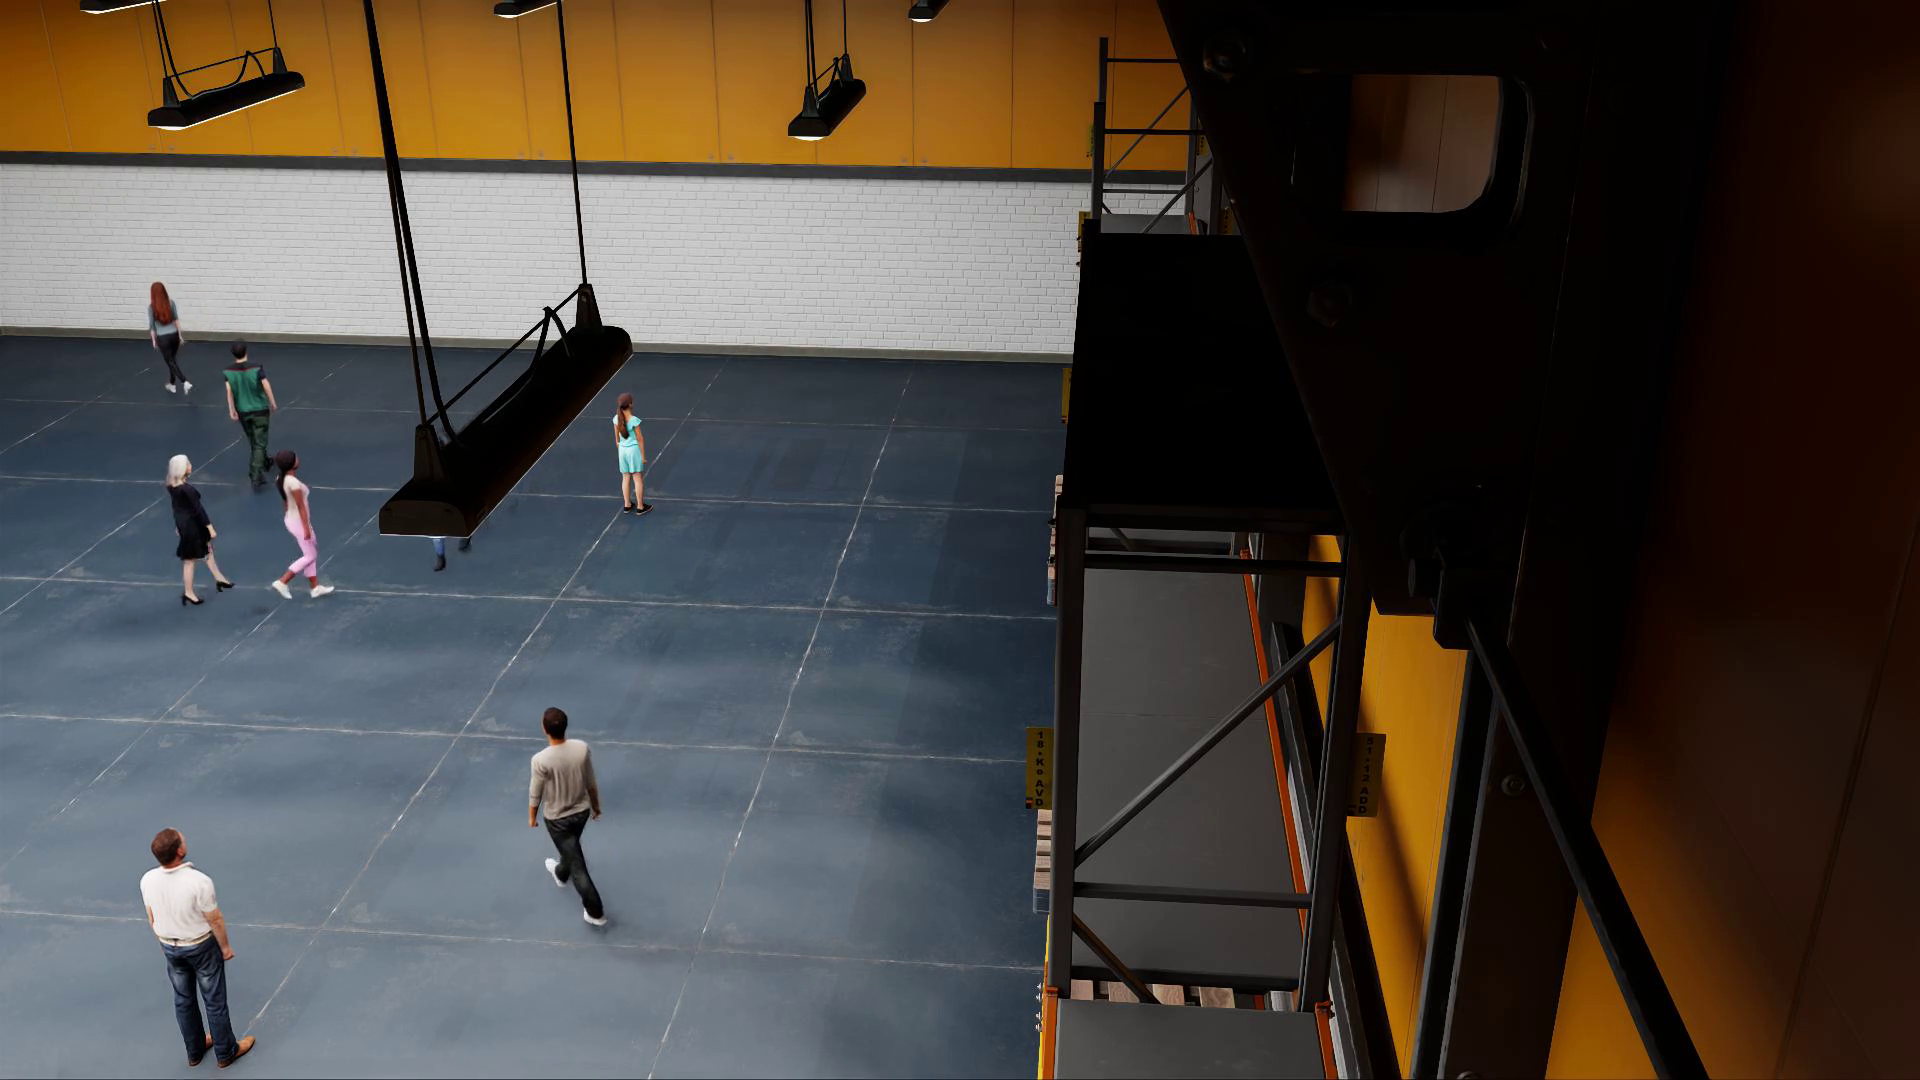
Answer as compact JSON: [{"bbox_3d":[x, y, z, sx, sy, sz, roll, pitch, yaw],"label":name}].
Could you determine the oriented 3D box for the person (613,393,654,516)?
[{"bbox_3d":[-4.066,-1.079,20.527,0.606,1.558,0.613,9,25,19],"label":"person"}]

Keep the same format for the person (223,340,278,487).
[{"bbox_3d":[-9.090,-1.598,21.338,0.727,1.860,1.240,0,24,0],"label":"person"}]

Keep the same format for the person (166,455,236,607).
[{"bbox_3d":[-8.413,-0.073,18.013,0.906,1.730,0.998,19,30,37],"label":"person"}]

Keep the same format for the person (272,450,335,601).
[{"bbox_3d":[-7.298,-0.121,18.133,0.994,1.720,0.923,-18,29,-35],"label":"person"}]

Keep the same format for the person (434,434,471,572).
[{"bbox_3d":[-5.901,-0.488,19.143,0.637,1.586,1.057,4,24,9],"label":"person"}]

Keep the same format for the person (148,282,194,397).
[{"bbox_3d":[-11.668,-2.934,24.573,1.067,1.717,1.105,19,30,37],"label":"person"}]

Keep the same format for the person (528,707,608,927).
[{"bbox_3d":[-2.984,2.166,12.842,1.176,1.768,1.246,-19,30,-36],"label":"person"}]

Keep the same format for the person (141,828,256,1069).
[{"bbox_3d":[-5.250,2.781,11.326,0.661,1.856,0.573,3,24,7],"label":"person"}]
